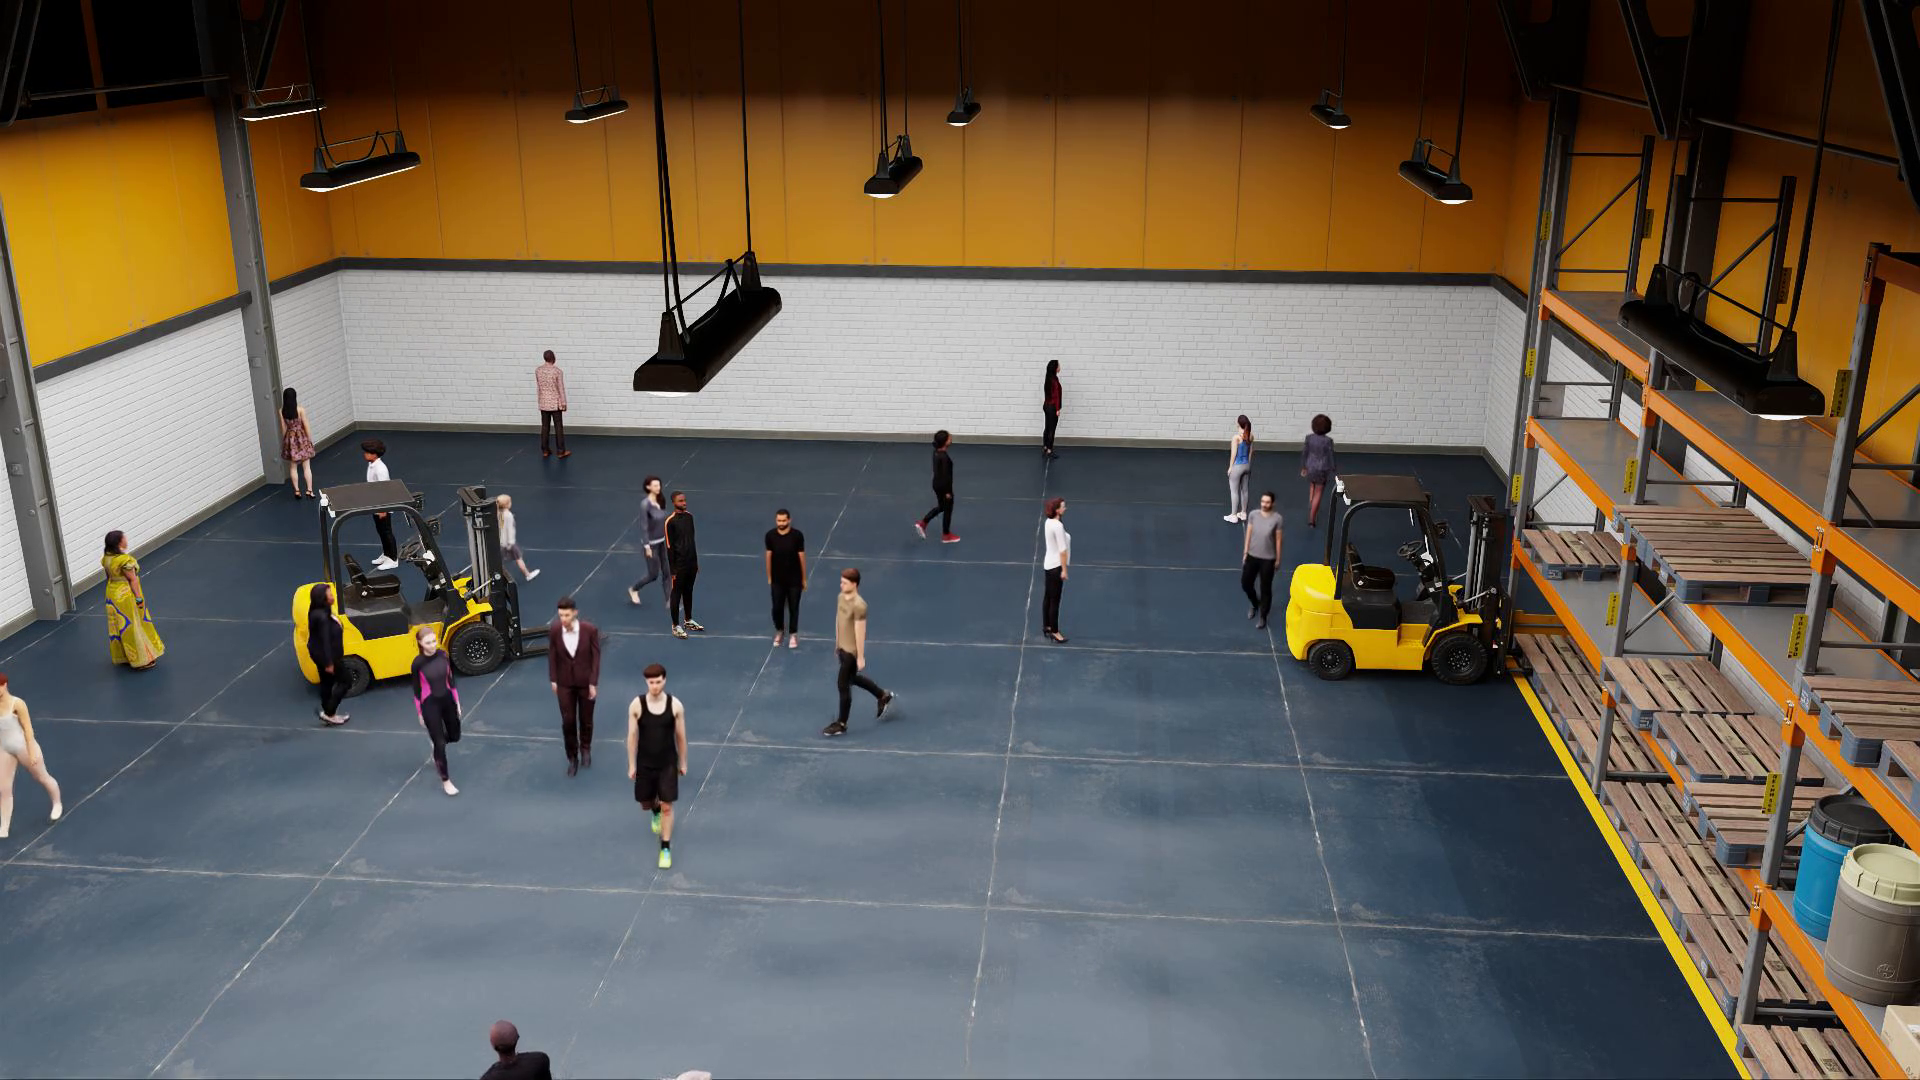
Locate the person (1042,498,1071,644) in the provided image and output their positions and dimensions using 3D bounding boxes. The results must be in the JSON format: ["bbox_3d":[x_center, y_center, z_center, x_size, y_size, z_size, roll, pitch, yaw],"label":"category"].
[{"bbox_3d":[1.128,0.350,20.010,0.730,1.795,0.576,-5,19,-14],"label":"person"}]

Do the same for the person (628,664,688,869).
[{"bbox_3d":[-2.739,1.978,15.048,0.811,1.877,1.077,-2,19,-7],"label":"person"}]

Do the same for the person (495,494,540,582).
[{"bbox_3d":[-6.001,0.035,21.811,0.790,1.243,0.926,15,24,37],"label":"person"}]

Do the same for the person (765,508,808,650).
[{"bbox_3d":[-2.054,0.425,19.864,0.669,1.746,0.630,-1,19,-2],"label":"person"}]

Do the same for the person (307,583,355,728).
[{"bbox_3d":[-6.792,1.249,17.634,0.844,1.607,0.756,-10,21,-27],"label":"person"}]

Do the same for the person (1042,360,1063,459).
[{"bbox_3d":[1.518,-2.198,27.802,0.715,1.651,0.594,-7,20,-20],"label":"person"}]

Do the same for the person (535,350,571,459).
[{"bbox_3d":[-6.839,-2.278,27.803,0.712,1.803,0.649,5,19,14],"label":"person"}]

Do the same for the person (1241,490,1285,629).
[{"bbox_3d":[3.753,0.200,20.536,0.755,1.744,0.797,9,21,25],"label":"person"}]

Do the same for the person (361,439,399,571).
[{"bbox_3d":[-7.846,-0.500,22.513,0.773,1.808,0.687,-12,22,-32],"label":"person"}]

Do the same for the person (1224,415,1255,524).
[{"bbox_3d":[4.125,-1.059,24.484,0.663,1.610,0.709,-12,22,-31],"label":"person"}]

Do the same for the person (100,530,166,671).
[{"bbox_3d":[-9.656,0.679,19.247,0.979,1.659,0.964,11,21,28],"label":"person"}]

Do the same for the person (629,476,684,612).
[{"bbox_3d":[-3.908,0.043,20.994,0.903,1.750,1.014,9,20,24],"label":"person"}]

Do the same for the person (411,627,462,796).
[{"bbox_3d":[-5.150,1.631,16.313,0.929,1.726,0.981,-18,25,-42],"label":"person"}]

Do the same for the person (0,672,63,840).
[{"bbox_3d":[-8.756,1.950,15.566,0.655,1.600,1.026,1,19,4],"label":"person"}]

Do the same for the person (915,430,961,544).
[{"bbox_3d":[-0.311,-0.735,23.441,0.876,1.662,0.925,-6,20,-18],"label":"person"}]

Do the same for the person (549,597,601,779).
[{"bbox_3d":[-3.865,1.407,16.801,0.793,1.841,0.890,-3,19,-9],"label":"person"}]

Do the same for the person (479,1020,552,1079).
[{"bbox_3d":[-2.612,3.737,10.073,1.100,1.719,1.226,-12,22,-32],"label":"person"}]

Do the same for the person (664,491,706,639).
[{"bbox_3d":[-3.383,0.270,20.227,0.759,1.808,0.637,12,22,32],"label":"person"}]

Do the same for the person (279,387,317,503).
[{"bbox_3d":[-10.140,-1.471,25.449,0.700,1.775,0.708,-1,19,-3],"label":"person"}]

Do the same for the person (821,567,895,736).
[{"bbox_3d":[-1.084,1.151,17.577,1.103,1.830,1.164,-10,21,-27],"label":"person"}]

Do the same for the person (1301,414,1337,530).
[{"bbox_3d":[5.143,-0.960,24.076,0.806,1.683,0.868,16,24,39],"label":"person"}]
